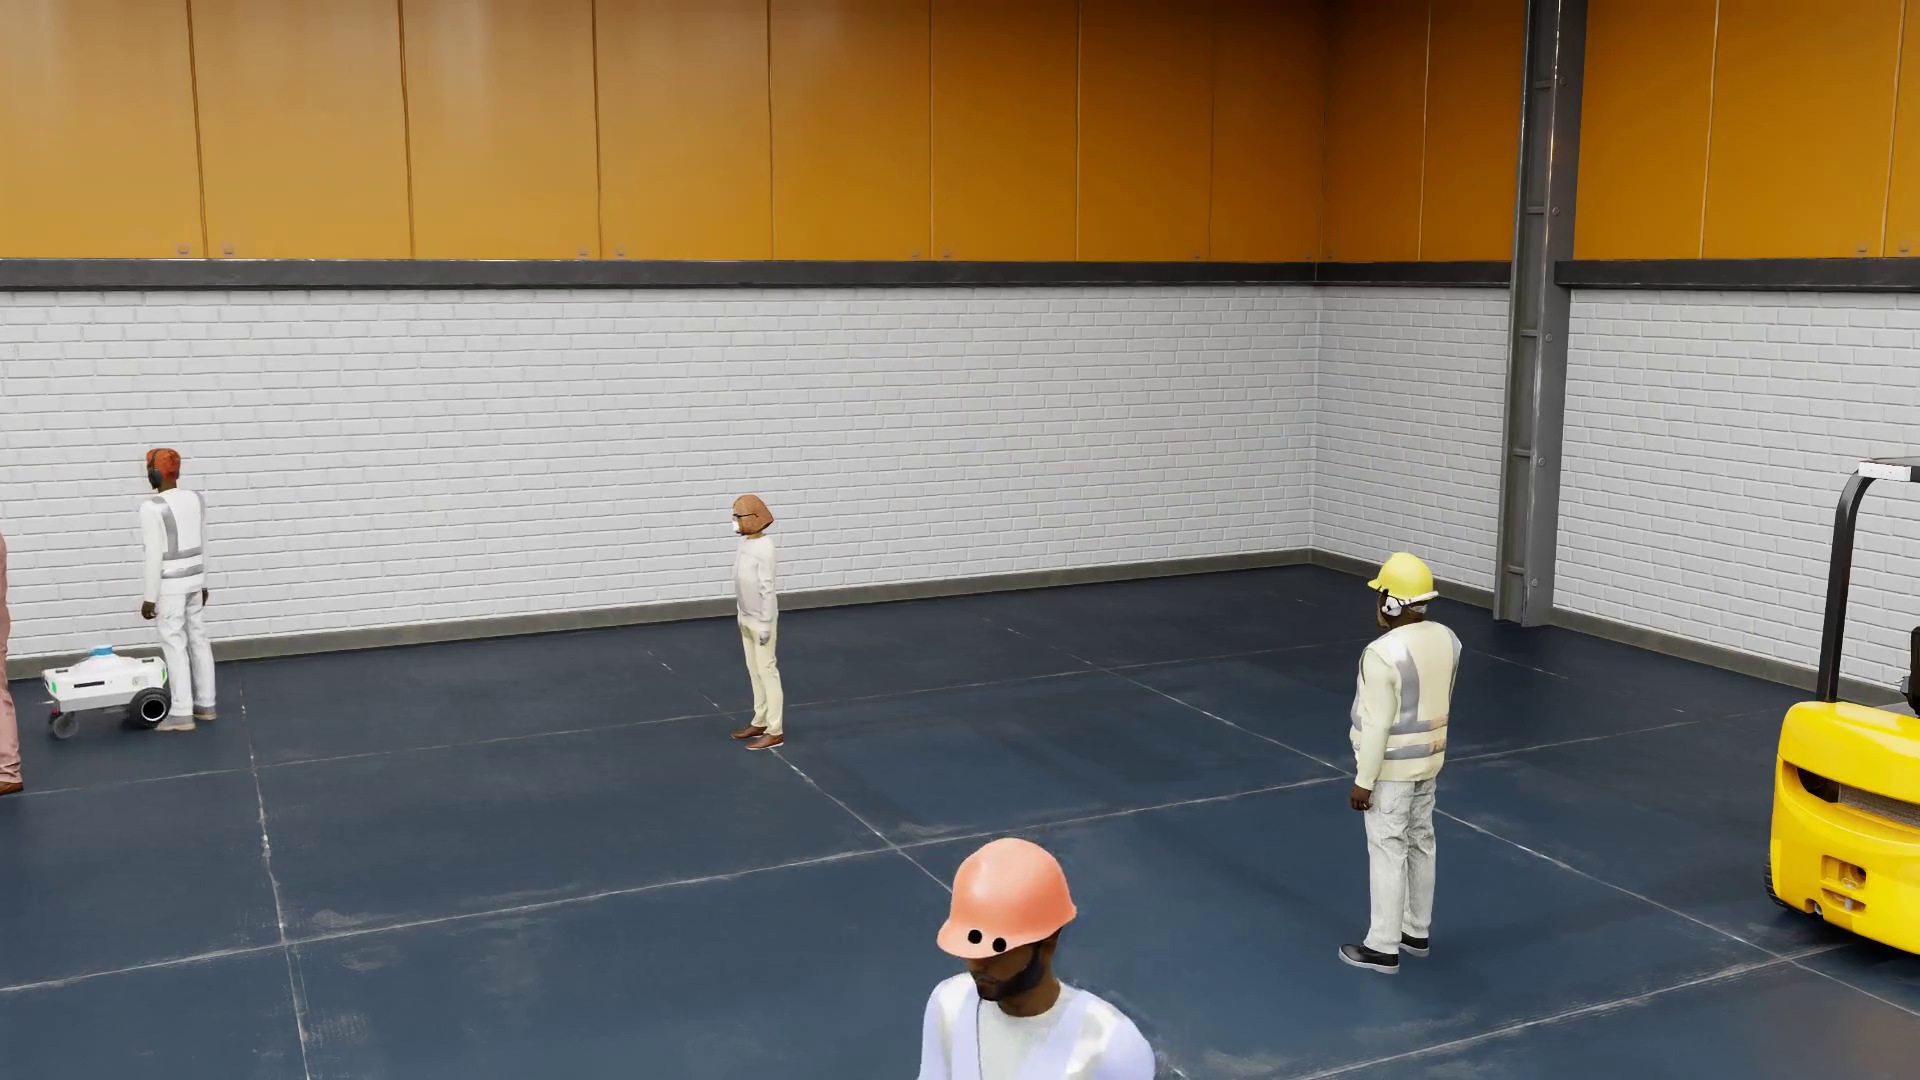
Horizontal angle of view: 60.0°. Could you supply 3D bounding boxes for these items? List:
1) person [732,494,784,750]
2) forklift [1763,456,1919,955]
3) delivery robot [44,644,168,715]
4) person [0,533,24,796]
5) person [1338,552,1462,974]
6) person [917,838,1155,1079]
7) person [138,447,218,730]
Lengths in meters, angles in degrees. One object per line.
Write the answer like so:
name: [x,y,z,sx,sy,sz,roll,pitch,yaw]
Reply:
person: [-1.307,0.517,10.644,0.269,1.627,0.501,-5,10,-28]
forklift: [4.857,0.731,7.561,2.313,2.155,1.214,-4,10,-25]
delivery robot: [-5.674,0.938,11.052,0.707,0.478,0.477,-6,11,-34]
person: [-5.711,0.542,9.624,0.402,1.905,0.652,-6,11,-33]
person: [1.901,0.960,7.243,0.590,1.837,0.403,-8,12,-42]
person: [0.065,1.544,3.452,0.575,1.884,0.980,8,12,42]
person: [-5.214,0.319,11.072,0.338,1.882,0.584,2,9,13]
